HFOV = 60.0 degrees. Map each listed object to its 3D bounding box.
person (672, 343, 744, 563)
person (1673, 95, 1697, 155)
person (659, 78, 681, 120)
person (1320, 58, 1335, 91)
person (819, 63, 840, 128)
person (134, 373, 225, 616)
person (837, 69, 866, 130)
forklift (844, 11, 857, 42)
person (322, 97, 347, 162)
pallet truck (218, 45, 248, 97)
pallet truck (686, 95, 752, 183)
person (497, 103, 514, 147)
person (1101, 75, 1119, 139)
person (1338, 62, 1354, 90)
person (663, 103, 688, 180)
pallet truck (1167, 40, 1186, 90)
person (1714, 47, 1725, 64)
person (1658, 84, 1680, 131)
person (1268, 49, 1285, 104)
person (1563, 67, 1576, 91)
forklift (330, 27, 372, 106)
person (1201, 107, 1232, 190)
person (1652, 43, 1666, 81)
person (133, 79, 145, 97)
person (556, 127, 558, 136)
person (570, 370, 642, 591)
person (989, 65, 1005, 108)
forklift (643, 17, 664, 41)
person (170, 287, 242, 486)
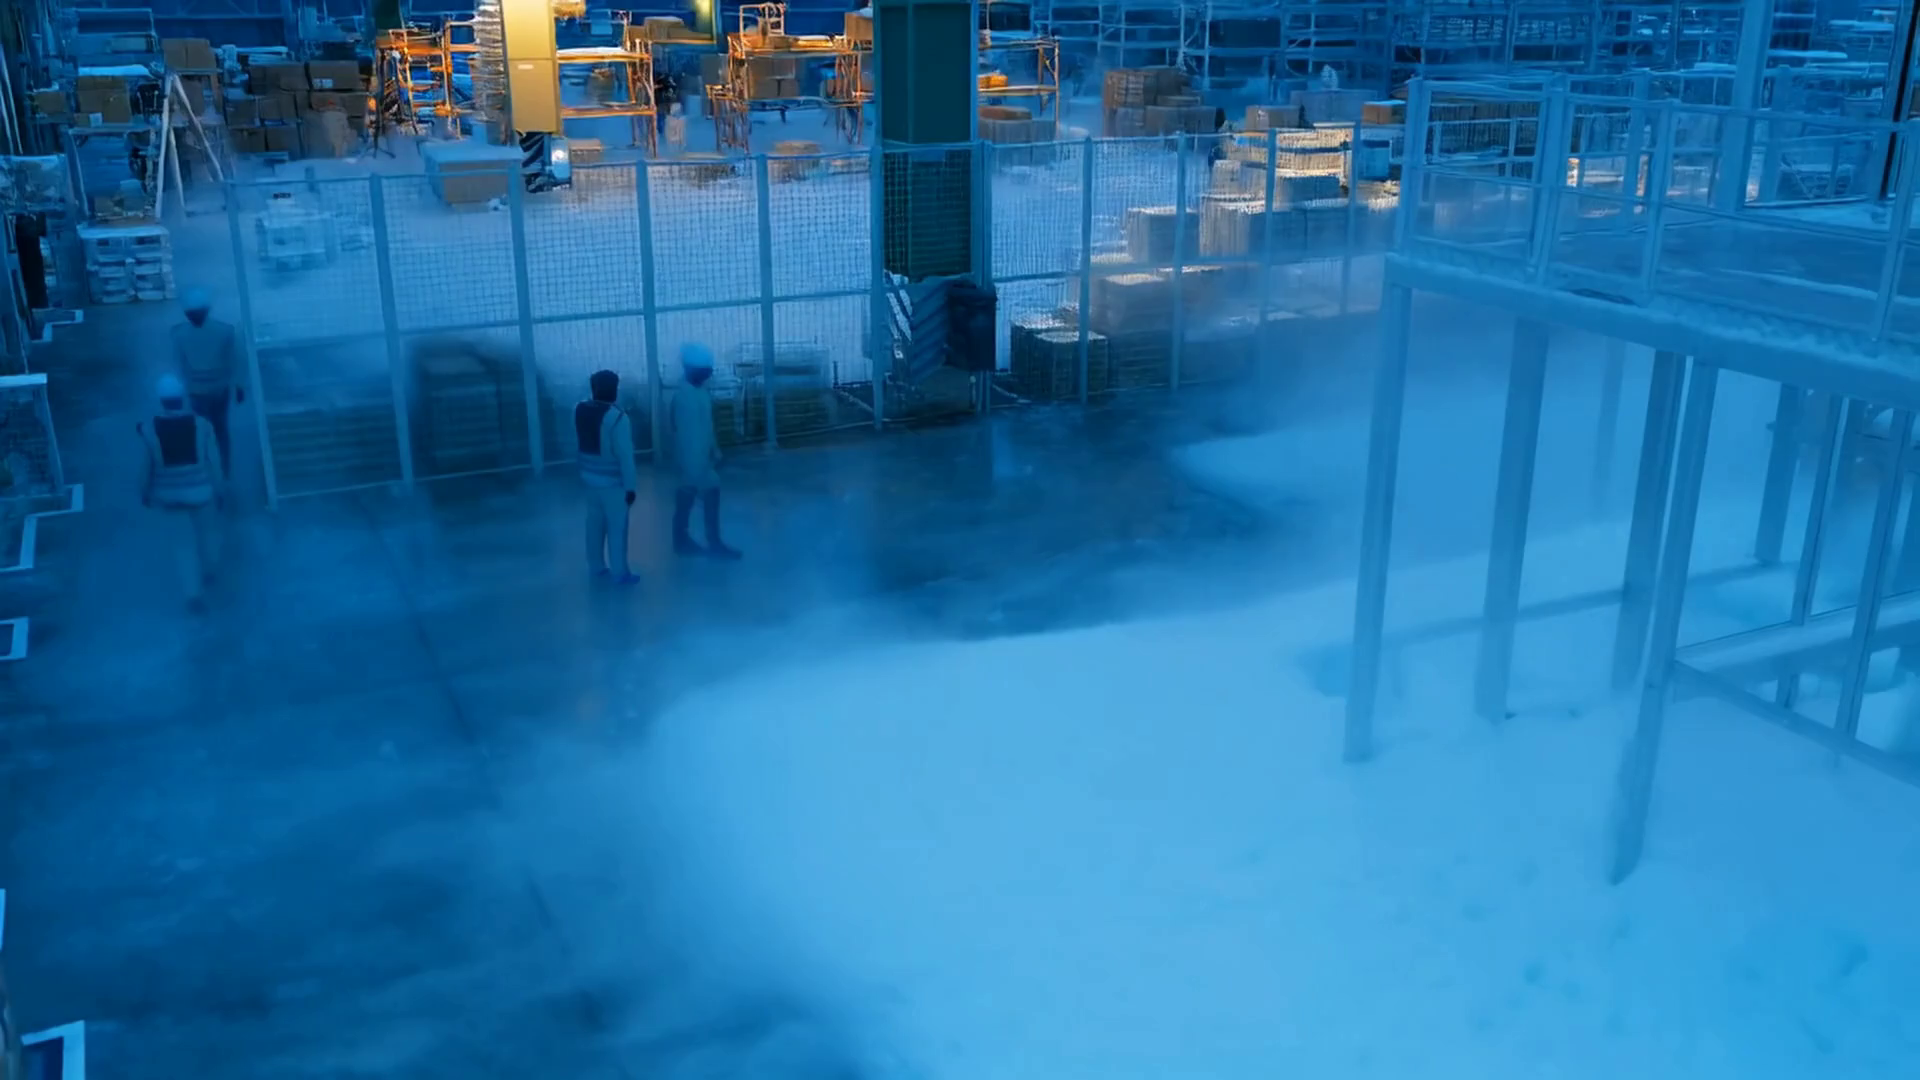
[{"bbox_3d":[-2.161,-0.756,14.333,0.816,1.907,0.550,3,19,8],"label":"person"},{"bbox_3d":[19.936,-11.383,45.606,0.509,1.591,0.821,-12,22,-30],"label":"person"},{"bbox_3d":[-8.324,-12.303,47.838,0.612,1.876,0.954,-6,20,-17],"label":"person"},{"bbox_3d":[12.930,-16.021,58.642,0.448,1.874,0.580,-17,25,-40],"label":"person"},{"bbox_3d":[-4.184,-14.193,53.081,0.634,2.000,0.699,-7,20,-20],"label":"person"},{"bbox_3d":[-6.233,-0.400,13.327,0.607,1.894,1.016,-11,22,-30],"label":"person"},{"bbox_3d":[-3.484,-13.941,52.599,1.041,1.891,0.631,-8,21,-22],"label":"person"},{"bbox_3d":[-5.468,-25.085,83.386,1.873,2.768,1.129,-9,21,-25],"label":"forklift"},{"bbox_3d":[-15.257,-9.826,40.626,0.586,1.911,0.515,4,19,11],"label":"person"},{"bbox_3d":[-28.879,-18.665,66.111,0.823,1.965,1.885,-3,19,-9],"label":"pallet truck"},{"bbox_3d":[-5.836,-9.608,39.856,0.823,1.965,1.885,10,22,27],"label":"pallet truck"},{"bbox_3d":[-11.485,-10.251,42.248,0.875,1.650,0.545,15,24,36],"label":"person"},{"bbox_3d":[4.477,-12.948,49.752,0.509,1.860,0.334,8,21,22],"label":"person"},{"bbox_3d":[13.984,-16.490,60.326,0.536,1.658,0.824,10,21,27],"label":"person"},{"bbox_3d":[-6.872,-9.688,40.364,0.652,1.820,0.593,9,21,24],"label":"person"},{"bbox_3d":[9.045,-19.971,69.895,0.823,1.965,1.885,-3,19,-8],"label":"pallet truck"},{"bbox_3d":[31.661,-19.687,69.479,0.766,1.723,0.571,-9,21,-24],"label":"person"},{"bbox_3d":[19.327,-11.509,45.502,0.628,1.907,0.591,-3,19,-9],"label":"person"},{"bbox_3d":[11.858,-17.350,62.303,0.622,1.992,0.377,6,20,16],"label":"person"},{"bbox_3d":[19.187,-13.952,52.537,0.552,1.936,0.359,-17,25,-40],"label":"person"},{"bbox_3d":[-22.694,-17.278,60.757,1.873,2.768,1.129,-9,21,-25],"label":"forklift"},{"bbox_3d":[5.898,-8.956,38.129,0.804,1.884,0.593,-17,26,-41],"label":"person"},{"bbox_3d":[31.502,-21.579,75.031,0.547,1.677,0.457,10,22,28],"label":"person"},{"bbox_3d":[-25.327,-13.409,51.431,0.522,1.631,0.324,6,20,18],"label":"person"},{"bbox_3d":[-10.618,-10.509,42.647,1.054,1.874,0.637,-15,24,-37],"label":"person"},{"bbox_3d":[-2.899,-0.497,13.701,0.620,1.835,0.431,13,23,33],"label":"person"},{"bbox_3d":[1.203,-14.635,54.604,1.036,1.890,0.651,-13,23,-34],"label":"person"},{"bbox_3d":[-13.335,-21.397,72.696,1.873,2.768,1.129,15,24,36],"label":"forklift"},{"bbox_3d":[-7.503,-1.572,16.619,0.629,1.968,0.890,-3,19,-9],"label":"person"}]
